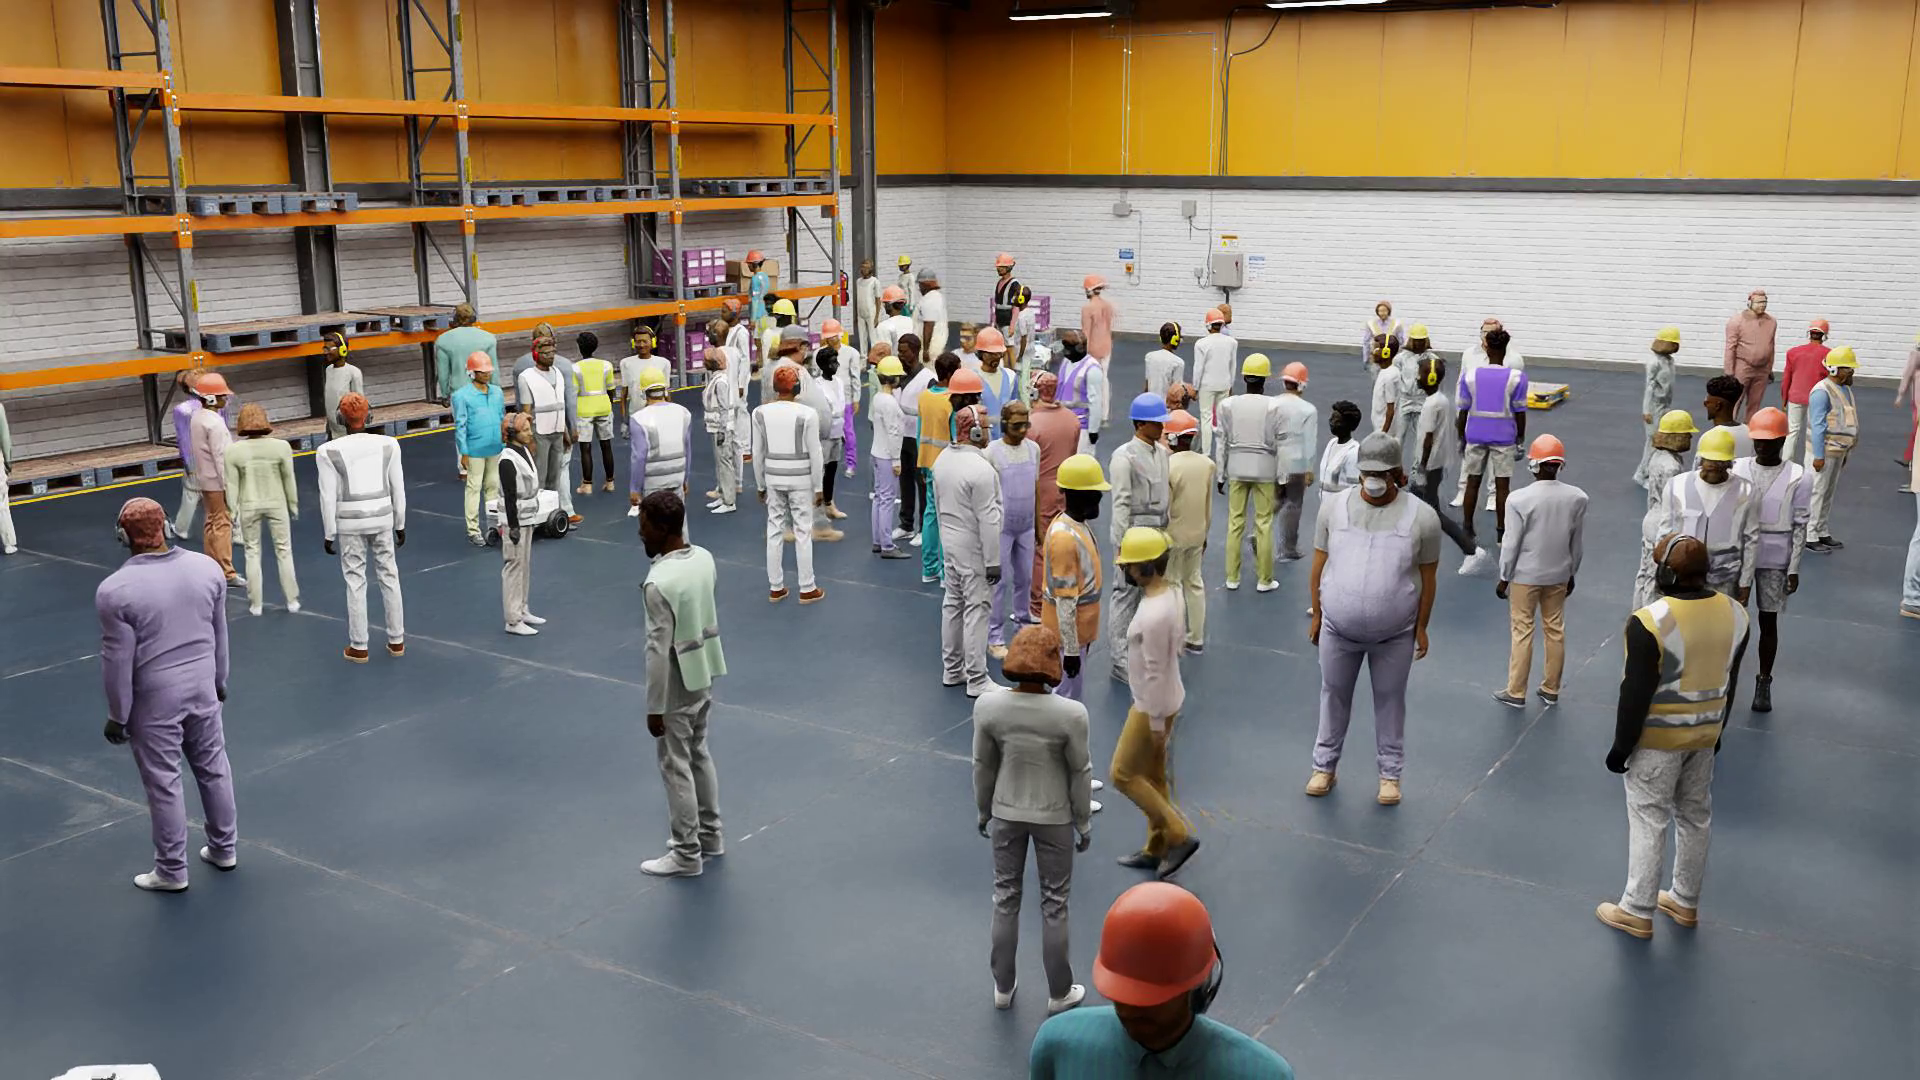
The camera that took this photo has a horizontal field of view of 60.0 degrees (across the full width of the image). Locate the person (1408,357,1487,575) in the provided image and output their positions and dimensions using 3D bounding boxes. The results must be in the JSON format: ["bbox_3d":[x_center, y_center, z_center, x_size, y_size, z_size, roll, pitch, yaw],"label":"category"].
[{"bbox_3d":[3.989,-0.614,13.923,0.864,1.842,0.517,5,14,20],"label":"person"}]

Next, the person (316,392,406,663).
[{"bbox_3d":[-4.125,-0.084,11.520,0.576,1.882,0.355,-9,16,-34],"label":"person"}]

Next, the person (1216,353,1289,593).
[{"bbox_3d":[2.344,-0.532,13.361,0.584,1.929,0.371,5,14,21],"label":"person"}]

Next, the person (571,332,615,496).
[{"bbox_3d":[-3.814,-1.304,17.213,0.530,1.697,0.321,-9,16,-35],"label":"person"}]

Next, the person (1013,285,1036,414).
[{"bbox_3d":[0.788,-2.293,21.128,0.327,1.872,0.516,3,13,13],"label":"person"}]

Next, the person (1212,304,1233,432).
[{"bbox_3d":[3.325,-2.192,21.205,0.285,1.634,0.499,-1,13,-4],"label":"person"}]

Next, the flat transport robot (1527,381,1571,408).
[{"bbox_3d":[8.217,-2.085,23.727,0.652,0.197,1.431,8,15,31],"label":"flat transport robot"}]

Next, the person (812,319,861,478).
[{"bbox_3d":[-1.361,-1.554,18.204,0.575,1.741,0.355,4,14,17],"label":"person"}]

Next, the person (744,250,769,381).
[{"bbox_3d":[-3.176,-3.511,26.061,0.393,2.037,0.605,2,13,8],"label":"person"}]

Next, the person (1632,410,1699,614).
[{"bbox_3d":[4.946,-0.047,11.659,0.297,1.745,0.484,2,13,9],"label":"person"}]

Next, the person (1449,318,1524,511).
[{"bbox_3d":[5.208,-1.245,16.497,0.639,1.910,0.406,10,16,36],"label":"person"}]

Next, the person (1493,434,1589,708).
[{"bbox_3d":[3.674,0.197,10.578,0.568,1.751,0.329,-3,13,-13],"label":"person"}]

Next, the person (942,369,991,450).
[{"bbox_3d":[0.051,-0.303,12.353,0.370,1.931,0.552,-1,13,-5],"label":"person"}]

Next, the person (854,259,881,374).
[{"bbox_3d":[-1.507,-3.615,26.916,0.508,1.847,0.345,9,16,34],"label":"person"}]

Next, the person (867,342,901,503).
[{"bbox_3d":[-0.787,-1.187,16.847,0.286,1.633,0.500,-4,14,-17],"label":"person"}]

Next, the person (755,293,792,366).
[{"bbox_3d":[-2.489,-2.456,22.228,0.562,1.683,0.369,6,14,25],"label":"person"}]

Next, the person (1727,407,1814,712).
[{"bbox_3d":[5.031,0.121,10.509,0.548,1.938,0.358,9,16,33],"label":"person"}]

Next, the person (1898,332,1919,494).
[{"bbox_3d":[10.039,-1.360,17.323,0.340,1.760,0.525,8,15,32],"label":"person"}]

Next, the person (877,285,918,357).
[{"bbox_3d":[-0.744,-1.854,18.842,0.379,2.044,0.607,10,16,36],"label":"person"}]

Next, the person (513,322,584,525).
[{"bbox_3d":[-3.888,-1.083,15.726,0.627,1.940,0.372,4,13,16],"label":"person"}]

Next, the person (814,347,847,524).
[{"bbox_3d":[-1.267,-1.002,15.904,0.319,1.695,0.539,7,15,28],"label":"person"}]

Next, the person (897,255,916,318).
[{"bbox_3d":[-0.965,-4.168,29.510,0.340,1.761,0.524,-7,15,-28],"label":"person"}]

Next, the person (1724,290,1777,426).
[{"bbox_3d":[9.484,-2.039,19.945,0.653,1.906,0.408,-2,13,-10],"label":"person"}]

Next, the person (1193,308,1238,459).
[{"bbox_3d":[2.922,-1.792,19.206,0.559,1.752,0.326,-6,14,-23],"label":"person"}]

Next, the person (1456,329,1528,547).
[{"bbox_3d":[4.785,-0.921,14.993,0.609,1.957,0.373,8,15,30],"label":"person"}]

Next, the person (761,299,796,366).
[{"bbox_3d":[-1.977,-1.718,18.530,0.398,1.920,0.586,-11,17,-39],"label":"person"}]

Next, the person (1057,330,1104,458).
[{"bbox_3d":[1.160,-1.120,16.141,0.431,1.829,0.644,-6,14,-24],"label":"person"}]

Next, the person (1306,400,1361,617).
[{"bbox_3d":[2.839,-0.202,12.430,0.318,1.700,0.536,-3,13,-12],"label":"person"}]

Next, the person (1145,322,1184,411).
[{"bbox_3d":[2.050,-1.250,16.647,0.344,1.856,0.526,-11,17,-40],"label":"person"}]

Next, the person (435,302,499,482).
[{"bbox_3d":[-5.286,-1.586,17.911,0.629,1.939,0.372,-4,13,-15],"label":"person"}]

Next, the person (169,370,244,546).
[{"bbox_3d":[-6.845,-0.741,15.016,0.901,1.584,0.519,9,16,33],"label":"person"}]

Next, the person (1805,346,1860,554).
[{"bbox_3d":[7.717,-0.802,14.741,0.590,1.833,0.404,-12,18,-43],"label":"person"}]

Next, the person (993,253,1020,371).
[{"bbox_3d":[0.671,-3.275,25.007,0.370,2.044,0.608,-7,15,-28],"label":"person"}]

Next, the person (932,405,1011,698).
[{"bbox_3d":[0.087,0.071,10.794,0.408,1.909,0.642,-8,15,-30],"label":"person"}]

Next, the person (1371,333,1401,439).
[{"bbox_3d":[3.913,-0.979,15.438,0.328,1.868,0.517,3,13,13],"label":"person"}]

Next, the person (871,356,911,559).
[{"bbox_3d":[-0.611,-0.720,14.538,0.323,1.767,0.524,-4,14,-16],"label":"person"}]

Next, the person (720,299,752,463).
[{"bbox_3d":[-2.577,-1.813,19.014,0.354,1.883,0.573,-6,14,-26],"label":"person"}]

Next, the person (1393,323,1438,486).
[{"bbox_3d":[4.829,-1.433,17.674,0.487,1.743,0.315,1,13,3],"label":"person"}]

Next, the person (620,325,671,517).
[{"bbox_3d":[-3.058,-1.156,16.204,0.511,1.868,0.328,-2,13,-10],"label":"person"}]
